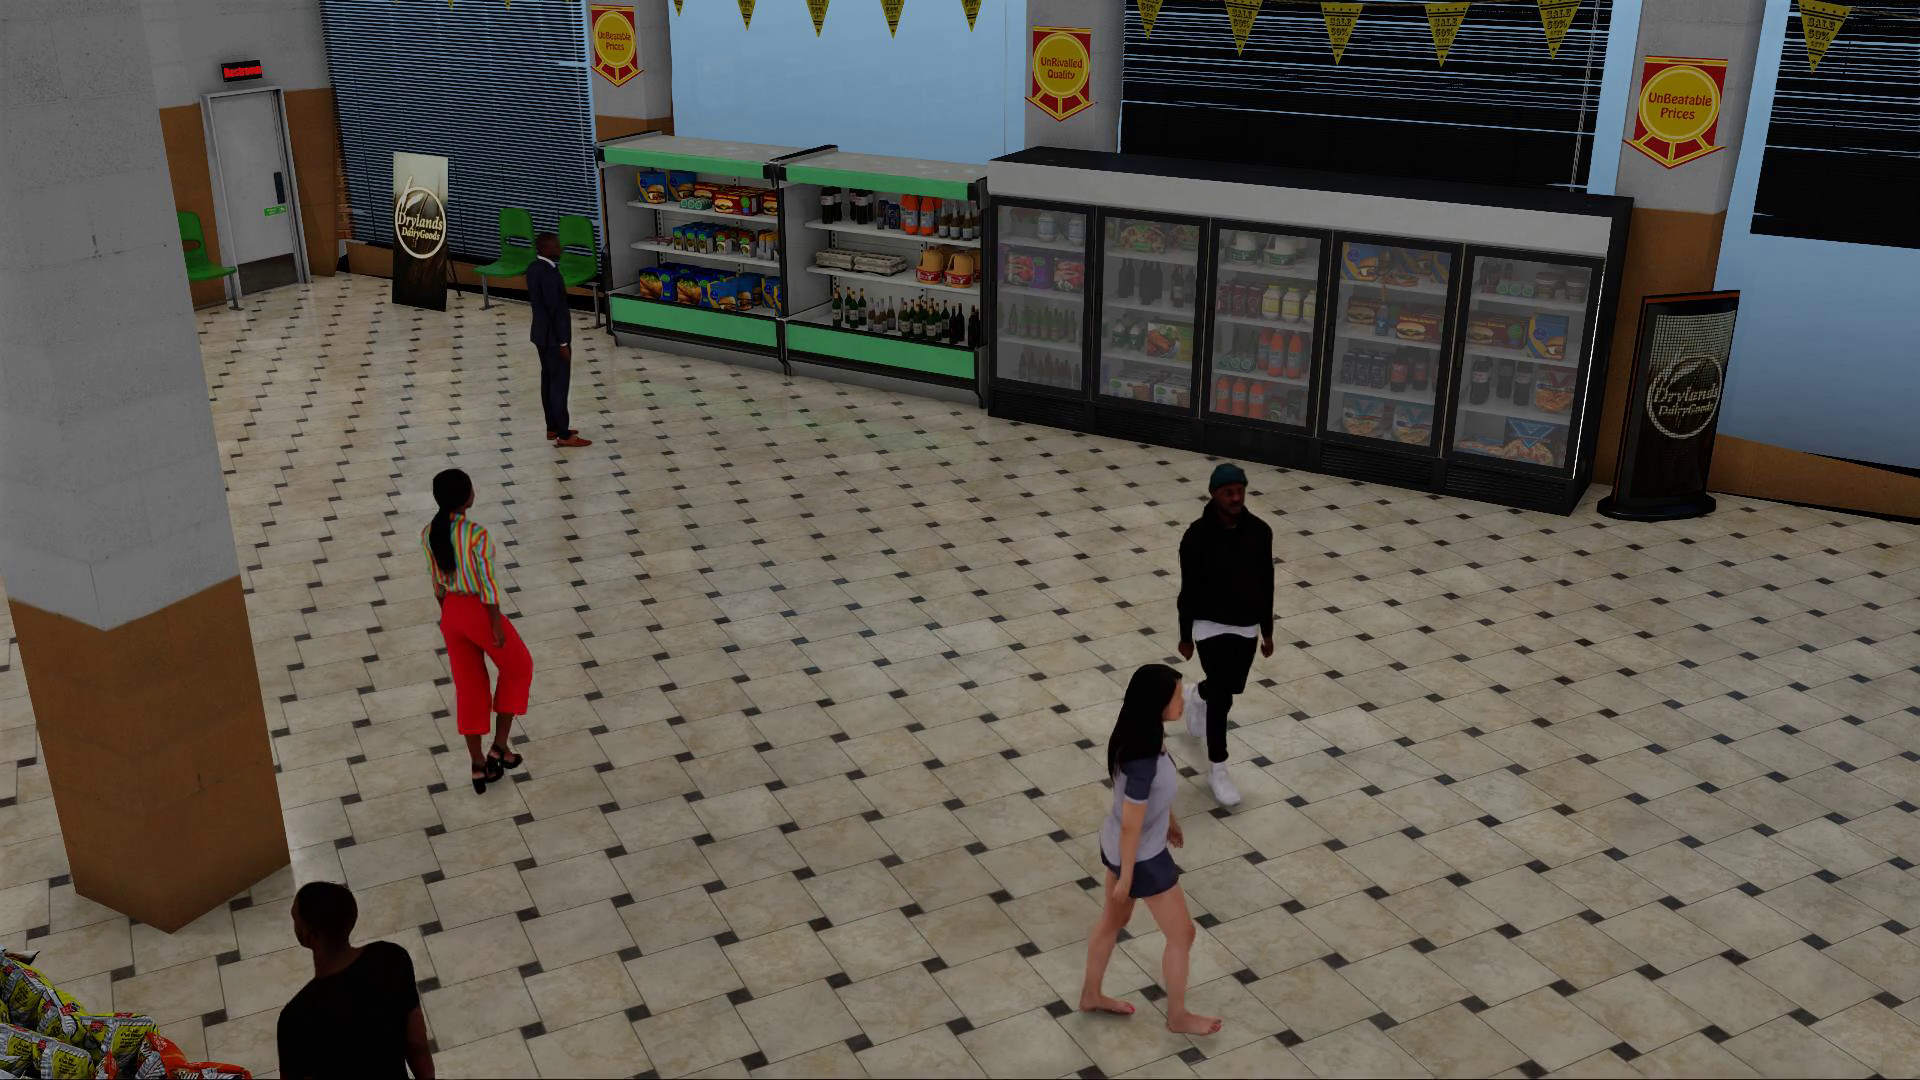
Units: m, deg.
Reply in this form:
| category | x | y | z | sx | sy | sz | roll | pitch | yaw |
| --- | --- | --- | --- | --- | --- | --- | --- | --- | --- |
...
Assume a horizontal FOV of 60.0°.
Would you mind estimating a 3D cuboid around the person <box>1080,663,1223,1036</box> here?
| category | x | y | z | sx | sy | sz | roll | pitch | yaw |
| --- | --- | --- | --- | --- | --- | --- | --- | --- | --- |
| person | 0.647 | 1.273 | 6.880 | 0.932 | 1.687 | 0.816 | 0 | 22 | -1 |

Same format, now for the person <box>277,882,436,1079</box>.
| category | x | y | z | sx | sy | sz | roll | pitch | yaw |
| --- | --- | --- | --- | --- | --- | --- | --- | --- | --- |
| person | -1.788 | 1.906 | 5.204 | 1.209 | 1.763 | 0.680 | 11 | 25 | 26 |

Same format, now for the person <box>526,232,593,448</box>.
| category | x | y | z | sx | sy | sz | roll | pitch | yaw |
| --- | --- | --- | --- | --- | --- | --- | --- | --- | --- |
| person | -3.459 | -1.708 | 14.114 | 0.853 | 1.825 | 0.743 | -11 | 24 | -25 |

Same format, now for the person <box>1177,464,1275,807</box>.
| category | x | y | z | sx | sy | sz | roll | pitch | yaw |
| --- | --- | --- | --- | --- | --- | --- | --- | --- | --- |
| person | 1.380 | 0.432 | 8.836 | 1.130 | 1.790 | 1.238 | -8 | 23 | -18 |

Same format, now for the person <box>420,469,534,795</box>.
| category | x | y | z | sx | sy | sz | roll | pitch | yaw |
| --- | --- | --- | --- | --- | --- | --- | --- | --- | --- |
| person | -2.576 | 0.516 | 8.644 | 0.678 | 1.777 | 0.731 | 7 | 23 | 16 |
